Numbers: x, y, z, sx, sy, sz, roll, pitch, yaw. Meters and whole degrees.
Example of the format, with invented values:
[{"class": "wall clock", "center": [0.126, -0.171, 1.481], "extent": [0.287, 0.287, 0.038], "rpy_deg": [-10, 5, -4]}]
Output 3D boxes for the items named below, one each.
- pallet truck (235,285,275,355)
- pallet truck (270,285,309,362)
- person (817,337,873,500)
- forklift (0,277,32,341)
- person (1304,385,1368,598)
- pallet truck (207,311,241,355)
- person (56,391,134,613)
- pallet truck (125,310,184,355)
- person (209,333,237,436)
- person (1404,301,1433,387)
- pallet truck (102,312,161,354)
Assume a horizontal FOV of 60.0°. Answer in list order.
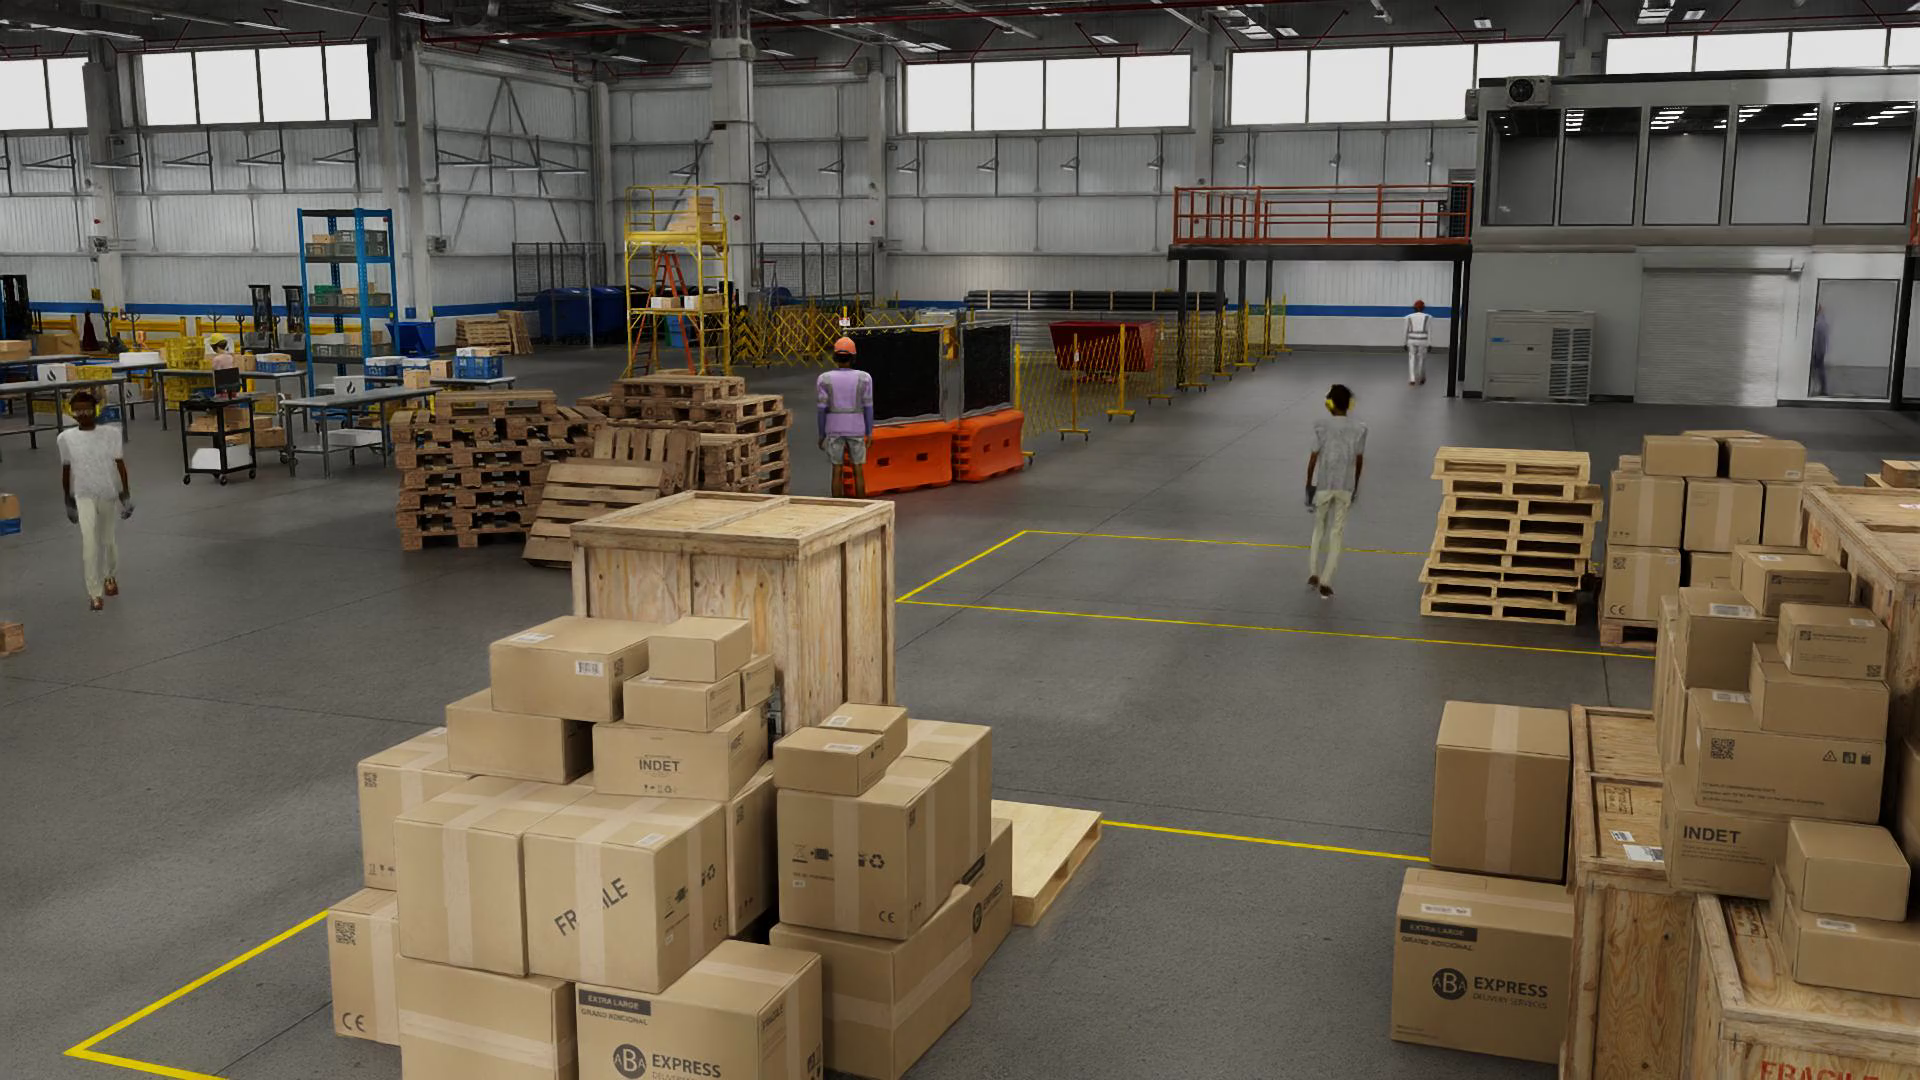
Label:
[{"class": "pallet truck", "center": [-18.327, -5.835, 44.421], "extent": [0.823, 1.965, 1.885], "rpy_deg": [4, 11, 23]}, {"class": "pallet truck", "center": [-17.147, -5.700, 43.663], "extent": [0.823, 1.965, 1.885], "rpy_deg": [3, 11, 17]}, {"class": "person", "center": [-1.242, -1.177, 18.057], "extent": [0.605, 2.045, 0.387], "rpy_deg": [0, 10, -2]}, {"class": "forklift", "center": [-27.151, -6.329, 46.328], "extent": [1.157, 1.987, 2.680], "rpy_deg": [3, 11, 17]}, {"class": "person", "center": [3.269, -0.440, 14.504], "extent": [0.508, 1.825, 0.804], "rpy_deg": [2, 10, 13]}, {"class": "pallet truck", "center": [-19.537, -5.575, 44.913], "extent": [0.653, 1.274, 1.630], "rpy_deg": [3, 11, 19]}, {"class": "person", "center": [-7.310, -0.361, 14.085], "extent": [0.520, 1.830, 0.959], "rpy_deg": [-6, 12, -30]}, {"class": "pallet truck", "center": [-22.038, -5.665, 45.457], "extent": [0.704, 1.261, 1.522], "rpy_deg": [3, 11, 17]}, {"class": "person", "center": [-10.704, -2.120, 24.171], "extent": [0.337, 1.761, 0.526], "rpy_deg": [1, 10, 3]}, {"class": "person", "center": [9.903, -4.246, 35.938], "extent": [0.604, 1.826, 0.996], "rpy_deg": [4, 11, 22]}, {"class": "pallet truck", "center": [-23.057, -5.777, 46.261], "extent": [0.680, 1.201, 1.601], "rpy_deg": [3, 11, 19]}]
